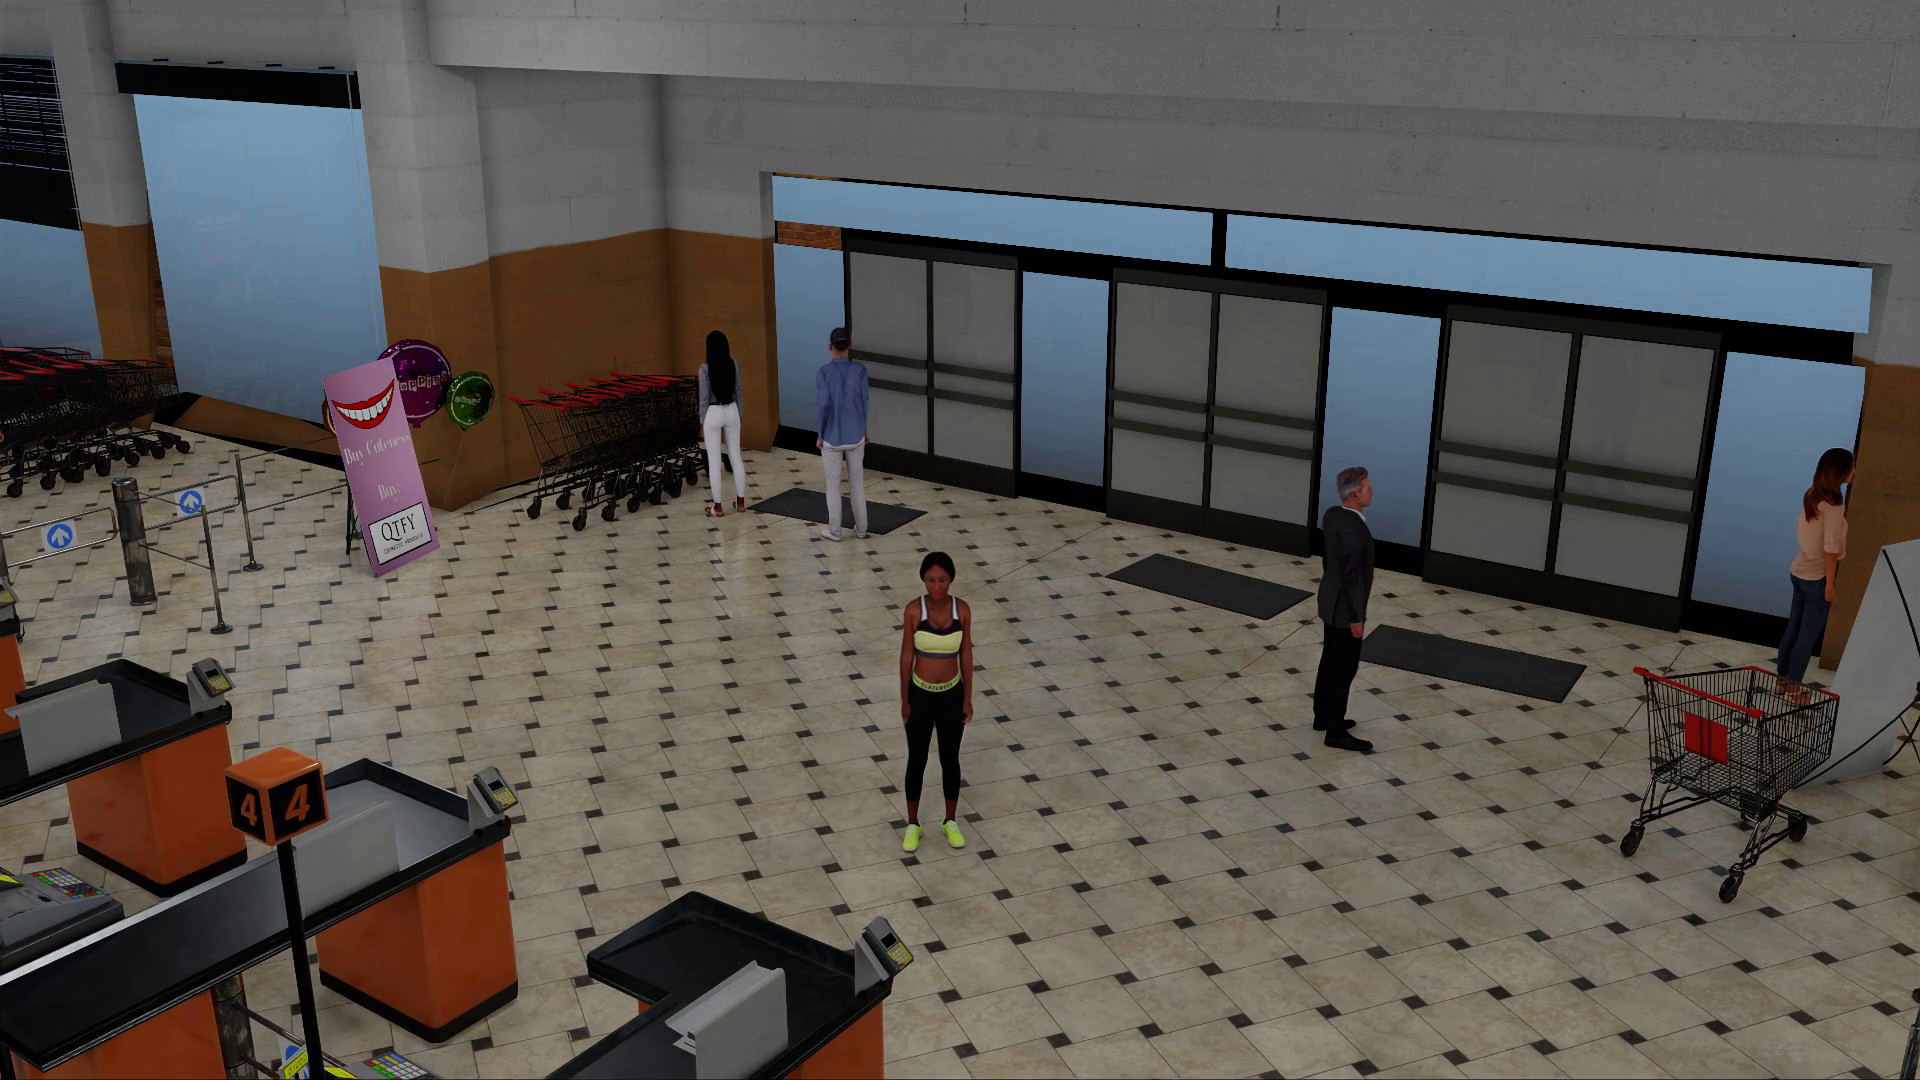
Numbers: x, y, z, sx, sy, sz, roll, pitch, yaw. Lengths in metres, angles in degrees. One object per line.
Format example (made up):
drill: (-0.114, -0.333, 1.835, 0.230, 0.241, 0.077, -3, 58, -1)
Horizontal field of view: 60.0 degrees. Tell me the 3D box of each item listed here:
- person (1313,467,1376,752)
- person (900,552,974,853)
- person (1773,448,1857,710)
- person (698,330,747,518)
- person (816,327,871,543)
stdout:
person: (2.457, 0.410, 10.598, 0.871, 1.842, 0.777, -1, 19, -3)
person: (-0.138, 0.890, 9.313, 0.640, 1.754, 0.689, -2, 19, -6)
person: (5.731, 0.243, 11.171, 0.729, 1.792, 0.618, 2, 19, 5)
person: (-2.178, -1.074, 15.184, 0.592, 1.724, 0.725, -11, 21, -29)
person: (-1.025, -0.917, 14.463, 0.678, 1.888, 0.799, -8, 20, -23)
